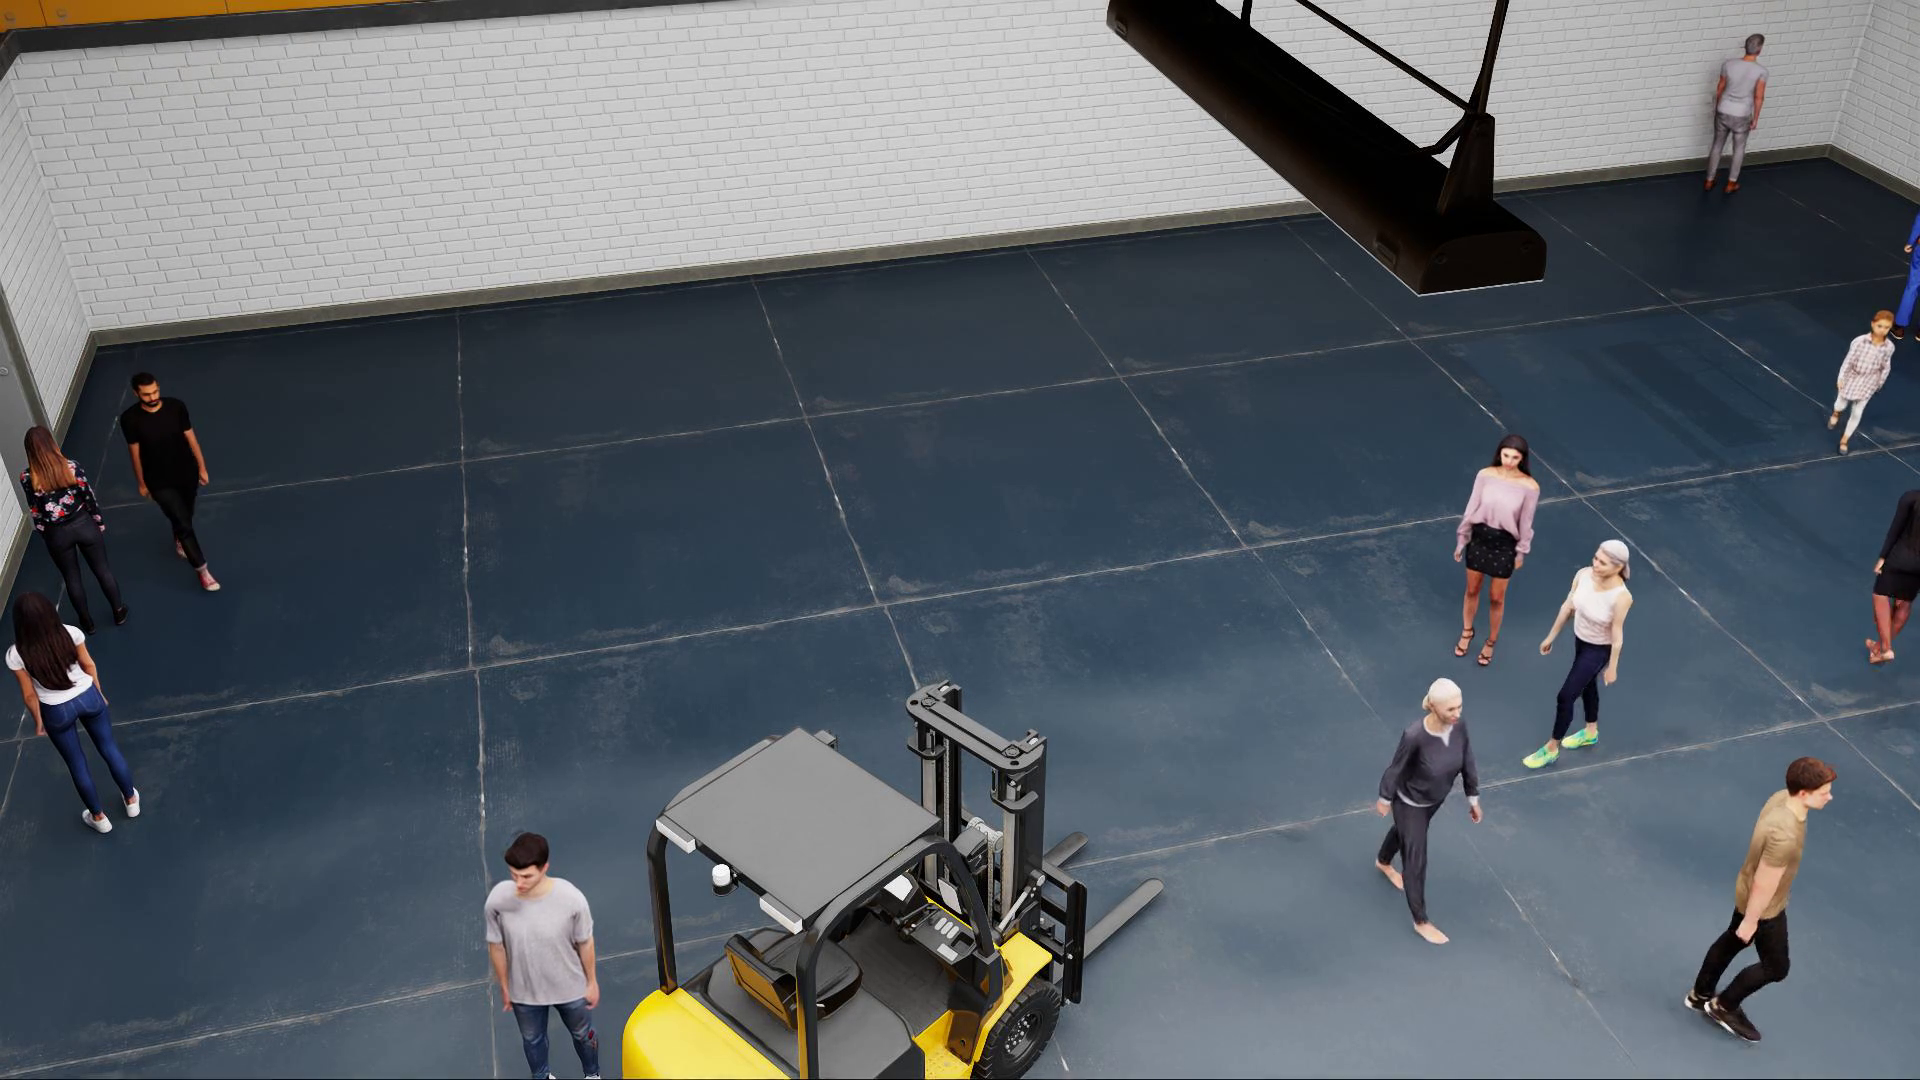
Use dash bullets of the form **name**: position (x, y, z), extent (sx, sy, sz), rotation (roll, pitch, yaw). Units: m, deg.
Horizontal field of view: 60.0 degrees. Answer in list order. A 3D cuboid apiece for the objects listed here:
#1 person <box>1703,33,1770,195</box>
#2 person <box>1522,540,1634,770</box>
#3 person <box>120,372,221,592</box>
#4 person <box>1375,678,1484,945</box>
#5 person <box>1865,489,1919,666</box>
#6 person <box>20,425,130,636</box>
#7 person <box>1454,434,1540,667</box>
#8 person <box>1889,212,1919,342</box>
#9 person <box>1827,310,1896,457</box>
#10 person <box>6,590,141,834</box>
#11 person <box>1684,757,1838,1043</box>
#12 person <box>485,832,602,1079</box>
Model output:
- **person**: position (8.817, -4.862, 18.997), extent (0.773, 1.823, 0.875), rotation (26, 41, 33)
- **person**: position (4.159, 0.698, 10.766), extent (0.654, 1.676, 0.794), rotation (-8, 34, -11)
- **person**: position (-5.980, -0.520, 12.552), extent (1.025, 1.727, 1.250), rotation (-29, 43, -36)
- **person**: position (2.624, 1.418, 9.666), extent (0.812, 1.694, 1.065), rotation (-20, 38, -27)
- **person**: position (6.580, 0.217, 11.457), extent (0.817, 1.711, 0.913), rotation (7, 34, 11)
- **person**: position (-6.375, -0.077, 11.925), extent (0.624, 1.684, 0.584), rotation (-17, 37, -24)
- **person**: position (3.725, 0.036, 11.639), extent (0.712, 1.811, 0.784), rotation (20, 39, 27)
- **person**: position (9.323, -2.795, 15.851), extent (0.783, 1.864, 0.804), rotation (11, 35, 16)
- **person**: position (7.713, -1.399, 14.257), extent (0.767, 1.303, 0.865), rotation (12, 35, 17)
- **person**: position (-5.417, 1.042, 10.159), extent (0.663, 1.775, 0.664), rotation (-27, 42, -34)
- **person**: position (4.177, 1.872, 8.850), extent (0.873, 1.841, 0.806), rotation (16, 37, 22)
- **person**: position (-2.063, 2.179, 8.347), extent (0.713, 1.886, 0.636), rotation (-2, 34, -4)
